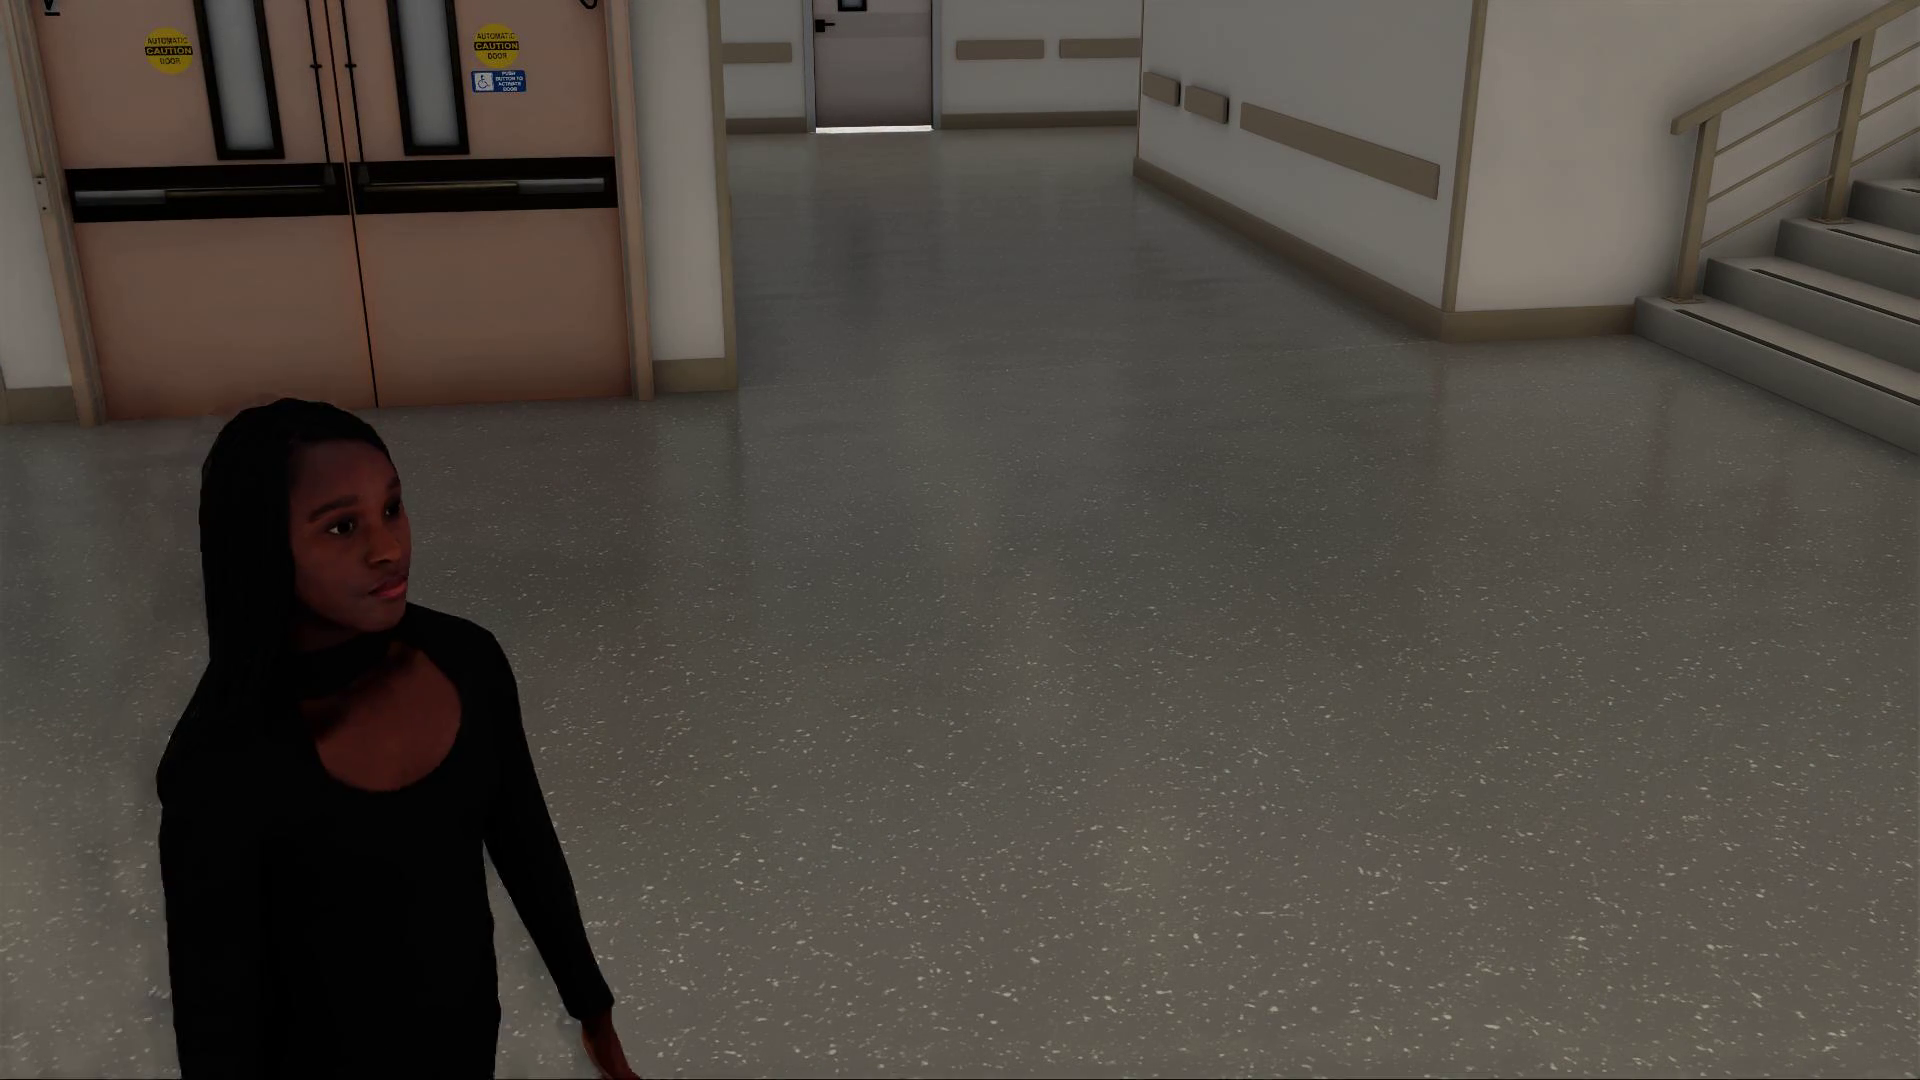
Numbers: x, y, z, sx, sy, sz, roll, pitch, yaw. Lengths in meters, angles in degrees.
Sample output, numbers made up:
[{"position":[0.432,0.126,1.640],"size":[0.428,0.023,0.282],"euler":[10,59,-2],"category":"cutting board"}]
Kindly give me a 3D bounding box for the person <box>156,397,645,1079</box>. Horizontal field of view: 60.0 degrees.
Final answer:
[{"position":[-0.738,0.676,1.985],"size":[1.237,1.671,1.027],"euler":[8,22,20],"category":"person"}]
